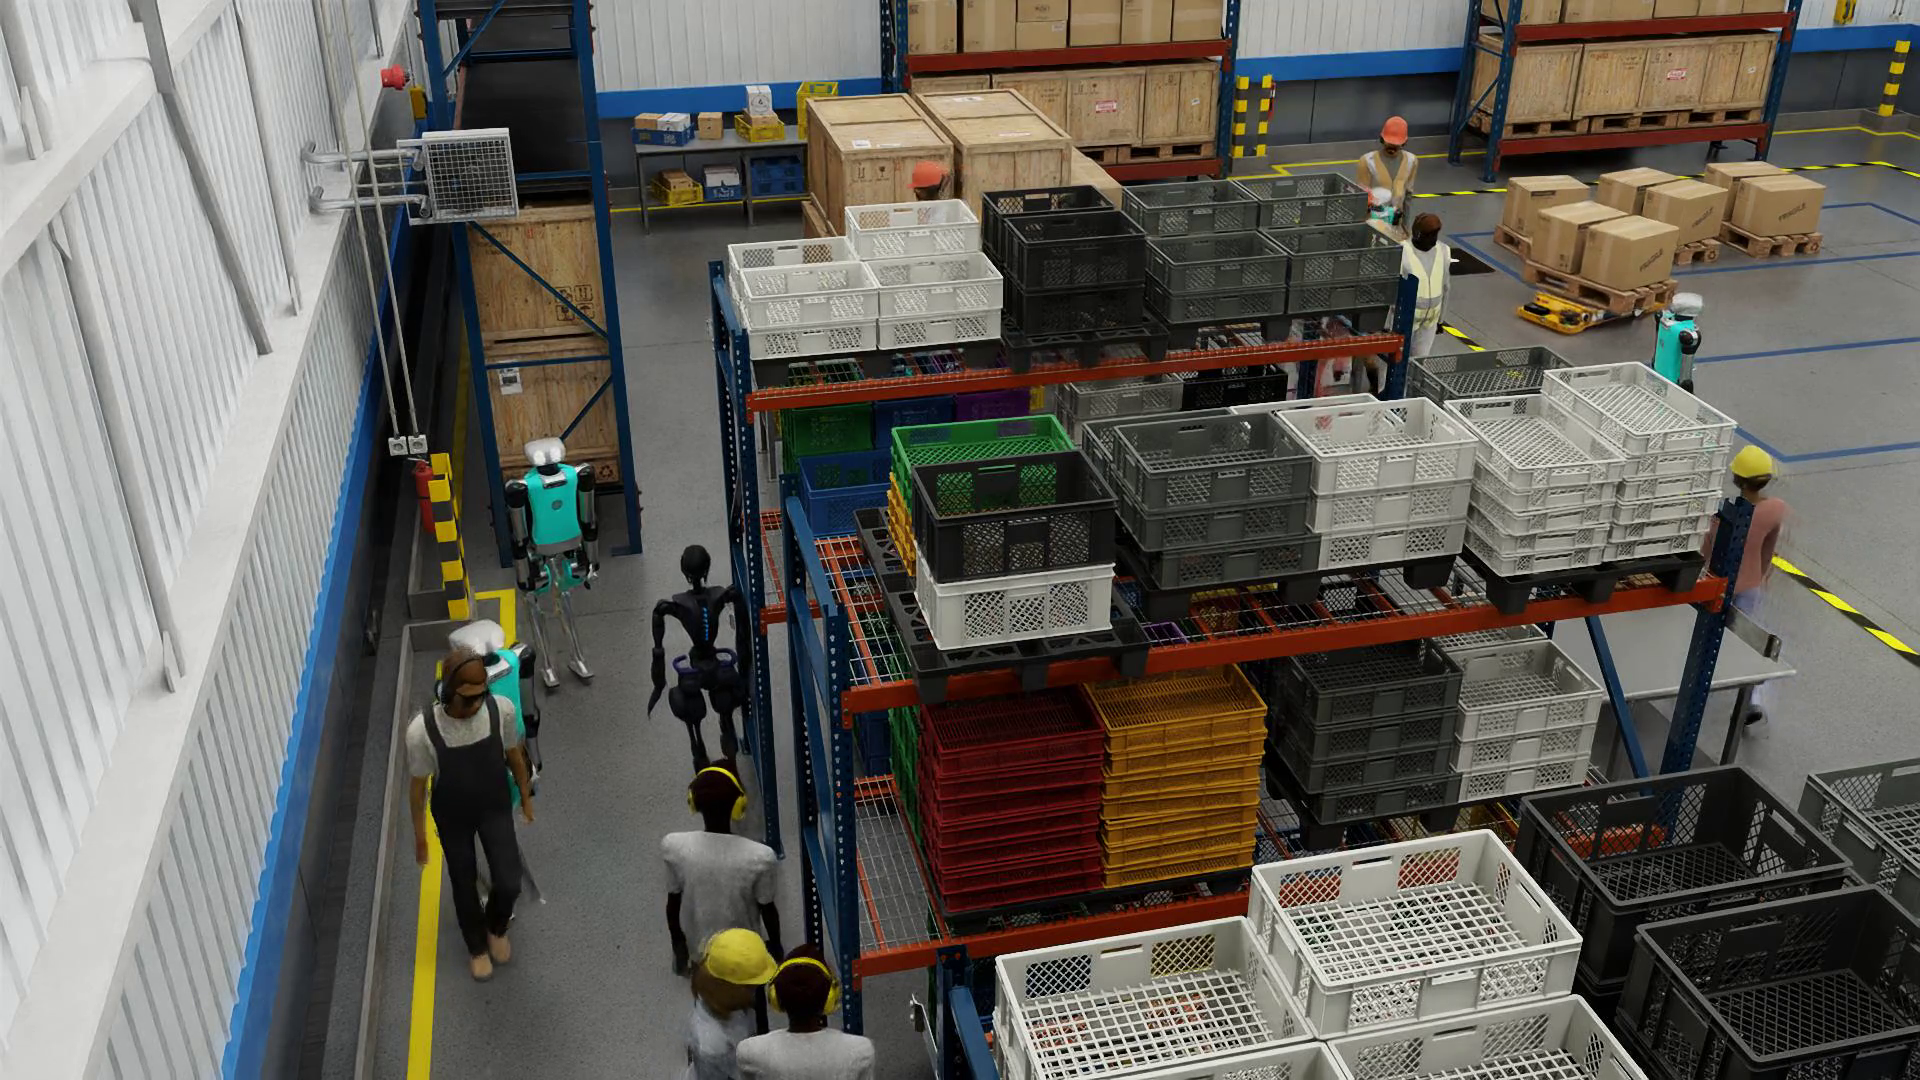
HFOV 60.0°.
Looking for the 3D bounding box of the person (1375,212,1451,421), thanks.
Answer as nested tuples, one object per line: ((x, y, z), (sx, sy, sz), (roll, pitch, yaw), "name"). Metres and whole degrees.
((3.767, -1.830, 13.841), (0.624, 1.836, 0.430), (-9, 29, -16), "person")

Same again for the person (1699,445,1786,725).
((4.648, 0.259, 9.980), (0.525, 1.736, 0.841), (-4, 28, -7), "person")

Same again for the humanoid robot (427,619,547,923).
((-2.416, 1.147, 8.290), (0.668, 1.790, 0.538), (20, 34, 33), "humanoid robot")

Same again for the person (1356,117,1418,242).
((4.051, -3.041, 15.926), (0.607, 2.034, 0.400), (-6, 28, -11), "person")

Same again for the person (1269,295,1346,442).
((2.681, -1.465, 13.110), (0.992, 1.863, 0.628), (-14, 31, -25), "person")

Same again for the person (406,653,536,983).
((-2.302, 1.327, 7.869), (0.597, 1.817, 0.441), (-13, 31, -23), "person")

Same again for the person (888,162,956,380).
((-0.317, -2.314, 14.570), (0.851, 2.008, 0.624), (2, 28, 3), "person")

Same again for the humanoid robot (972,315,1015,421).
((0.076, -1.090, 12.644), (0.727, 1.879, 0.543), (-2, 28, -3), "humanoid robot")

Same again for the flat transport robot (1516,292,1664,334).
((6.266, -2.360, 16.494), (1.431, 0.197, 0.652), (-17, 32, -29), "flat transport robot")

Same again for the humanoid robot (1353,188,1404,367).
((3.498, -2.313, 14.897), (0.551, 1.809, 0.767), (-14, 31, -24), "humanoid robot")

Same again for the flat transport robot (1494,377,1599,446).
((4.780, -1.036, 14.013), (0.659, 0.231, 1.431), (-6, 28, -12), "flat transport robot")

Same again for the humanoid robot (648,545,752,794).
((-1.405, 0.774, 9.067), (0.600, 1.652, 0.353), (-11, 30, -21), "humanoid robot")

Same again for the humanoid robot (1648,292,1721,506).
((5.402, -1.006, 12.240), (0.735, 1.673, 0.533), (-2, 28, -3), "humanoid robot")

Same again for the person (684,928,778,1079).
((-0.882, 2.152, 6.415), (0.640, 1.704, 0.505), (4, 28, 8), "person")

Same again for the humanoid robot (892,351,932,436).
((-0.047, -0.626, 11.713), (0.884, 1.816, 0.561), (-10, 30, -19), "humanoid robot")

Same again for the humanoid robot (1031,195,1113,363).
((1.034, -2.326, 15.009), (0.791, 1.616, 0.591), (-8, 29, -15), "humanoid robot")

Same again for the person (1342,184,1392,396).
((3.505, -2.137, 14.366), (0.607, 1.894, 0.783), (-19, 33, -32), "person")

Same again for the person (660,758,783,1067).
((-0.988, 1.749, 7.030), (0.502, 1.859, 0.344), (6, 28, 12), "person")

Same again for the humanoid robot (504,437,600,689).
((-2.525, 0.093, 10.197), (0.530, 1.703, 0.736), (-16, 32, -27), "humanoid robot")

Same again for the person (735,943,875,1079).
((-0.534, 2.249, 6.072), (0.523, 1.862, 0.313), (-2, 28, -4), "person")
